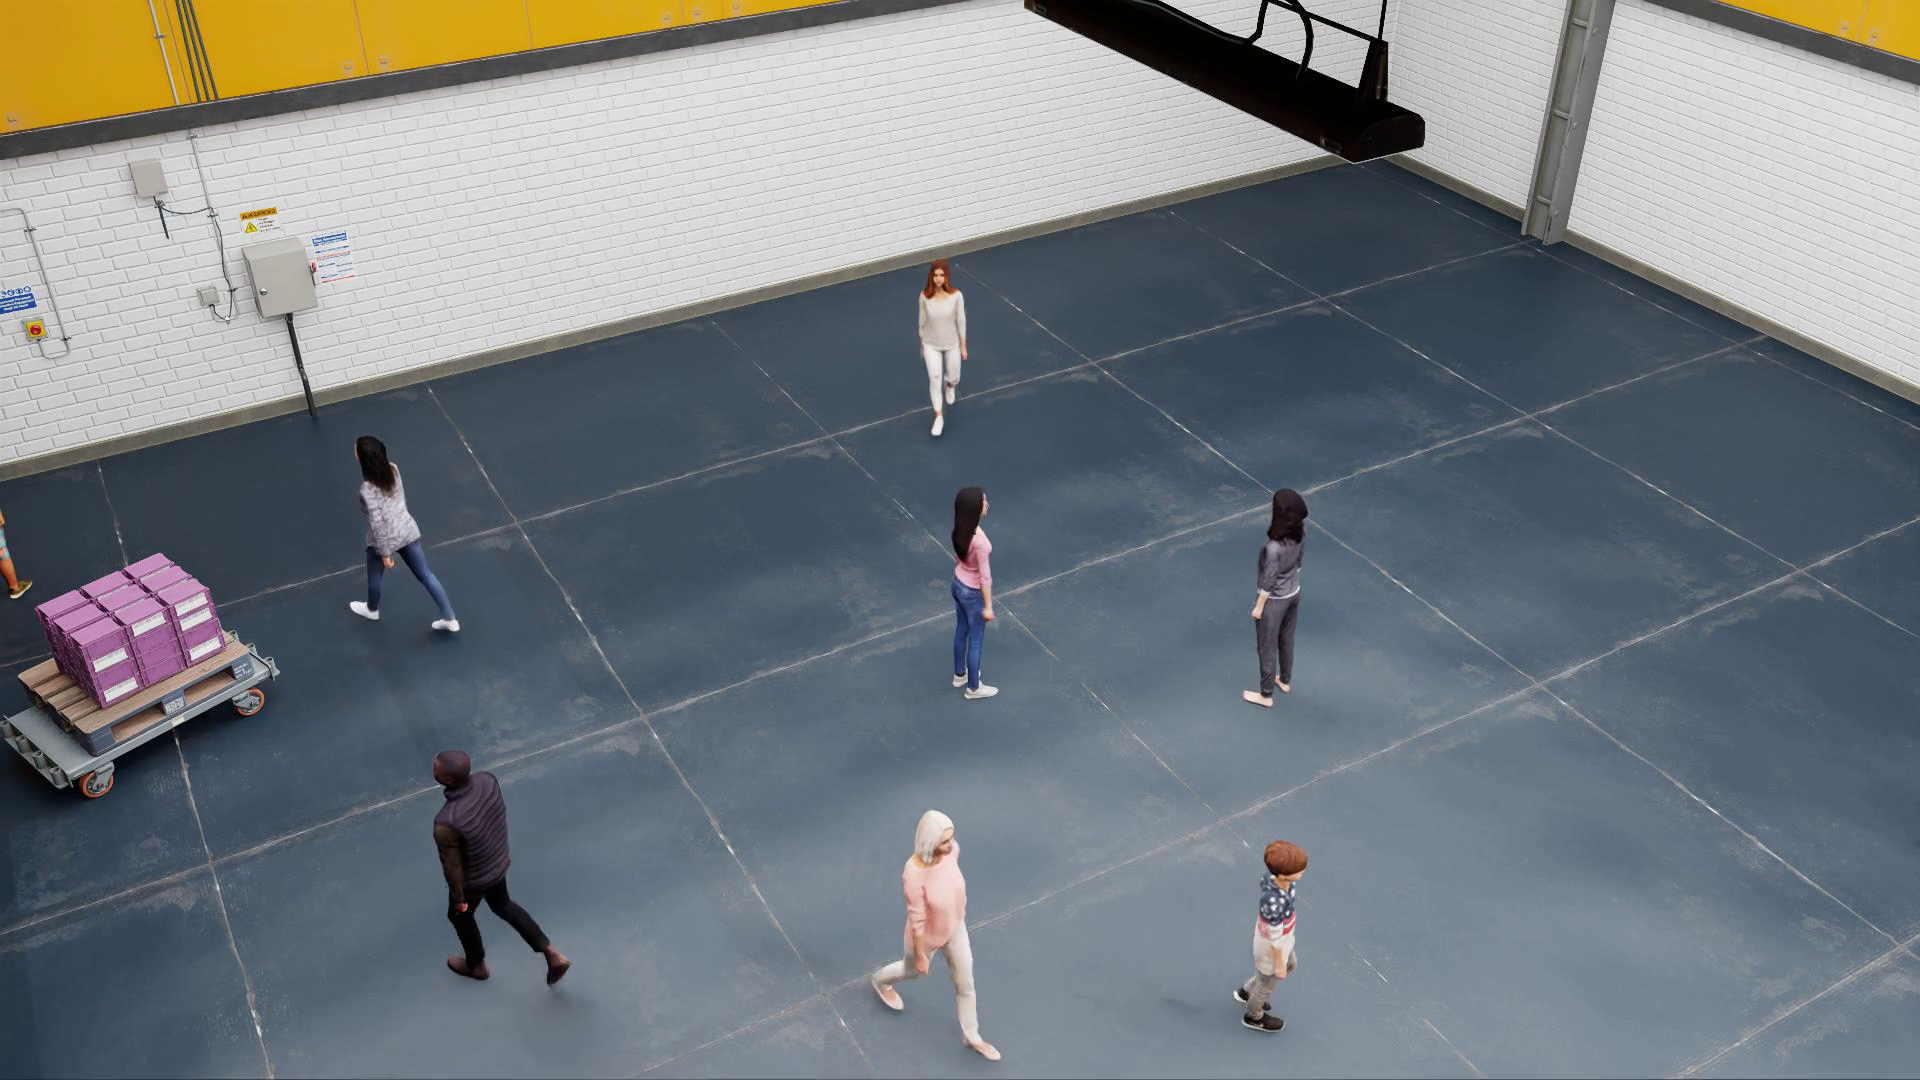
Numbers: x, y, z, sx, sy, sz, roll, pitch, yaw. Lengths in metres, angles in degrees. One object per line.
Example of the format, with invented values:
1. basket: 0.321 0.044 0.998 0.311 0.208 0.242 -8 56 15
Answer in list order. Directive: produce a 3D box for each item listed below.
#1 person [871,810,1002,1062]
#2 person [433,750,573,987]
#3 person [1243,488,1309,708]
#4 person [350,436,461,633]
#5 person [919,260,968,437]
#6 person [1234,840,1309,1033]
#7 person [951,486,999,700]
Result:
1. person: -0.215 2.156 9.332 1.226 1.684 0.910 24 40 31
2. person: -2.703 1.921 9.568 1.208 1.814 1.091 12 35 18
3. person: 2.275 0.412 11.884 0.650 1.763 0.597 -29 43 -36
4. person: -4.201 0.016 12.558 1.258 1.677 1.101 14 36 20
5. person: -0.154 -1.830 15.318 0.889 1.696 1.016 3 34 4
6. person: 1.711 2.251 9.420 0.700 1.429 0.638 7 34 10
7. person: 0.074 0.364 11.976 0.644 1.742 0.464 -15 36 -21
